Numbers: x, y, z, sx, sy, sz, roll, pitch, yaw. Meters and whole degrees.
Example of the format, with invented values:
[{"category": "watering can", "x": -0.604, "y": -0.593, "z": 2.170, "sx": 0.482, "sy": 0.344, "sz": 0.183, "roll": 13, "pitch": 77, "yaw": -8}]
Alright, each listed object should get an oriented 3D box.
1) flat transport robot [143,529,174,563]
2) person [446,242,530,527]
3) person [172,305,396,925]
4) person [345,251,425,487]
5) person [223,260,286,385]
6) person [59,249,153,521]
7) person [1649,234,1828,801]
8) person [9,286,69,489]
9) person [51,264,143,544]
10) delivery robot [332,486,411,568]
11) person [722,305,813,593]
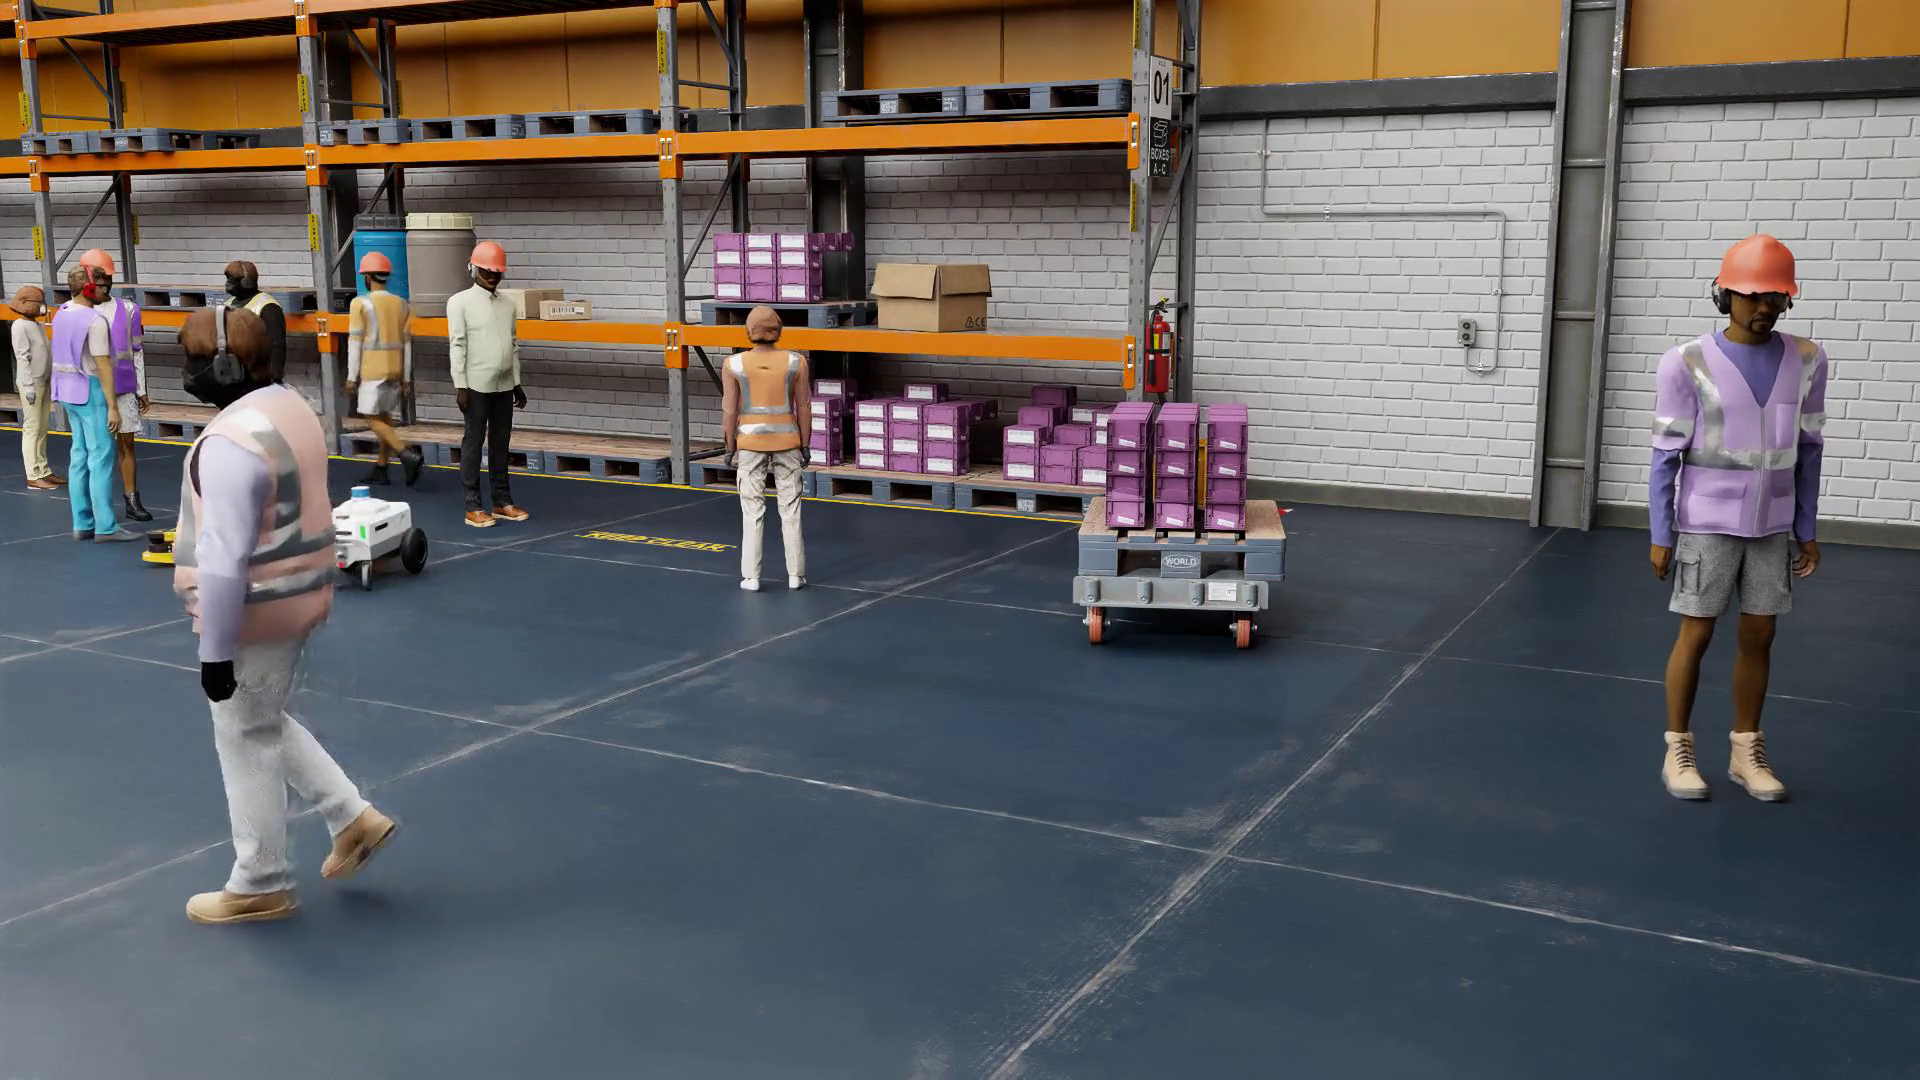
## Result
[{"category": "flat transport robot", "x": -4.298, "y": -0.014, "z": 10.504, "sx": 1.431, "sy": 0.197, "sz": 0.652, "roll": 0, "pitch": 10, "yaw": -1}, {"category": "person", "x": -3.309, "y": -1.093, "z": 11.719, "sx": 0.393, "sy": 1.985, "sz": 0.610, "roll": 6, "pitch": 12, "yaw": 31}, {"category": "person", "x": -2.039, "y": 0.234, "z": 4.859, "sx": 0.489, "sy": 1.831, "sz": 0.652, "roll": -1, "pitch": 10, "yaw": -4}, {"category": "person", "x": -4.614, "y": -1.354, "z": 13.357, "sx": 0.787, "sy": 1.914, "sz": 0.566, "roll": 6, "pitch": 12, "yaw": 30}, {"category": "person", "x": -5.543, "y": -1.255, "z": 13.005, "sx": 0.634, "sy": 1.840, "sz": 0.429, "roll": 6, "pitch": 12, "yaw": 30}, {"category": "person", "x": -6.008, "y": -1.072, "z": 11.733, "sx": 0.547, "sy": 1.938, "sz": 0.359, "roll": -10, "pitch": 14, "yaw": -44}, {"category": "person", "x": 2.779, "y": -0.060, "z": 5.947, "sx": 0.611, "sy": 2.030, "sz": 0.405, "roll": -1, "pitch": 10, "yaw": -3}, {"category": "person", "x": -7.453, "y": -1.230, "z": 13.431, "sx": 0.288, "sy": 1.634, "sz": 0.499, "roll": -2, "pitch": 11, "yaw": -11}, {"category": "person", "x": -5.767, "y": -0.891, "z": 11.001, "sx": 0.571, "sy": 1.840, "sz": 0.373, "roll": 7, "pitch": 13, "yaw": 34}, {"category": "delivery robot", "x": -3.513, "y": -0.071, "z": 9.782, "sx": 0.477, "sy": 0.478, "sz": 0.707, "roll": 1, "pitch": 10, "yaw": 4}, {"category": "person", "x": -1.094, "y": -0.510, "z": 9.471, "sx": 0.514, "sy": 1.640, "sz": 0.309, "roll": -2, "pitch": 11, "yaw": -10}]
